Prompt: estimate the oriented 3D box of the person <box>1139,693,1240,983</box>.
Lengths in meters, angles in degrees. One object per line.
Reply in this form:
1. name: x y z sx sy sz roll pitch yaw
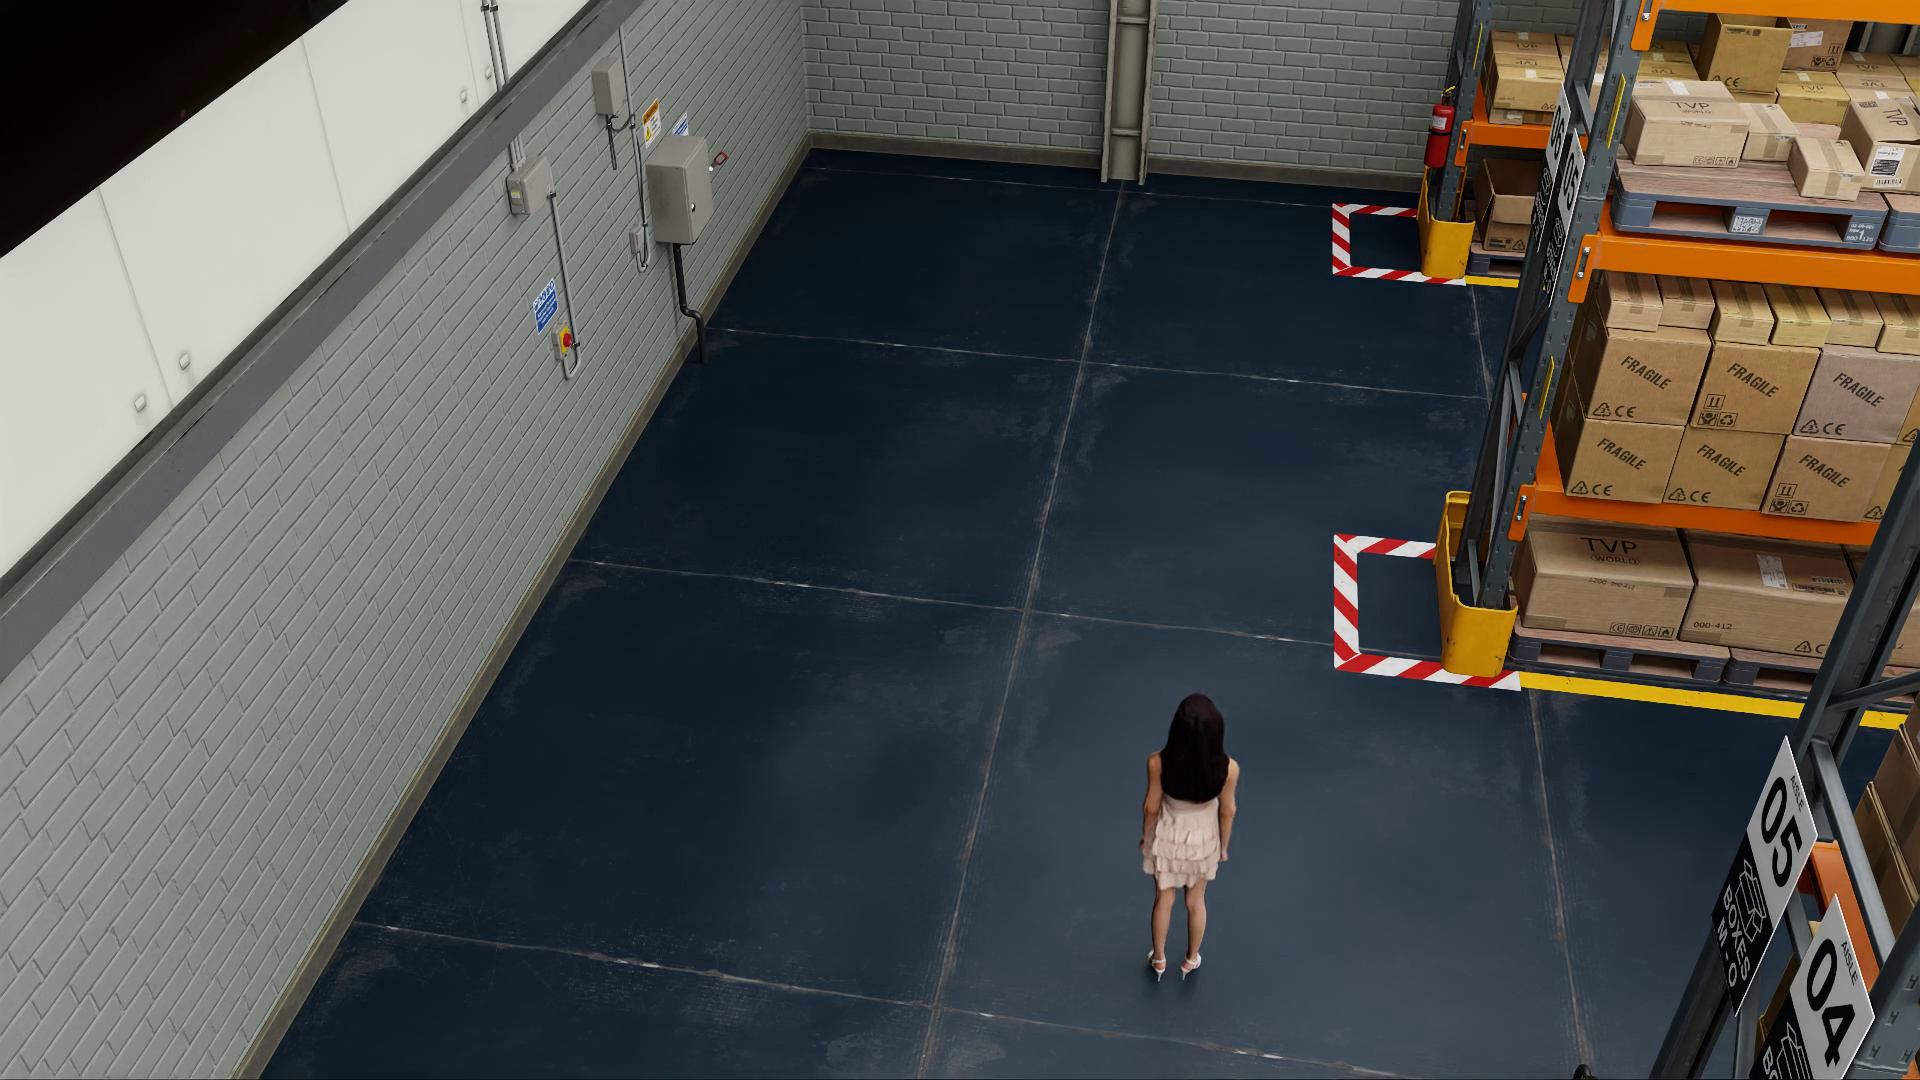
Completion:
1. person: 1.016 1.387 7.571 0.473 1.735 0.629 5 37 6
